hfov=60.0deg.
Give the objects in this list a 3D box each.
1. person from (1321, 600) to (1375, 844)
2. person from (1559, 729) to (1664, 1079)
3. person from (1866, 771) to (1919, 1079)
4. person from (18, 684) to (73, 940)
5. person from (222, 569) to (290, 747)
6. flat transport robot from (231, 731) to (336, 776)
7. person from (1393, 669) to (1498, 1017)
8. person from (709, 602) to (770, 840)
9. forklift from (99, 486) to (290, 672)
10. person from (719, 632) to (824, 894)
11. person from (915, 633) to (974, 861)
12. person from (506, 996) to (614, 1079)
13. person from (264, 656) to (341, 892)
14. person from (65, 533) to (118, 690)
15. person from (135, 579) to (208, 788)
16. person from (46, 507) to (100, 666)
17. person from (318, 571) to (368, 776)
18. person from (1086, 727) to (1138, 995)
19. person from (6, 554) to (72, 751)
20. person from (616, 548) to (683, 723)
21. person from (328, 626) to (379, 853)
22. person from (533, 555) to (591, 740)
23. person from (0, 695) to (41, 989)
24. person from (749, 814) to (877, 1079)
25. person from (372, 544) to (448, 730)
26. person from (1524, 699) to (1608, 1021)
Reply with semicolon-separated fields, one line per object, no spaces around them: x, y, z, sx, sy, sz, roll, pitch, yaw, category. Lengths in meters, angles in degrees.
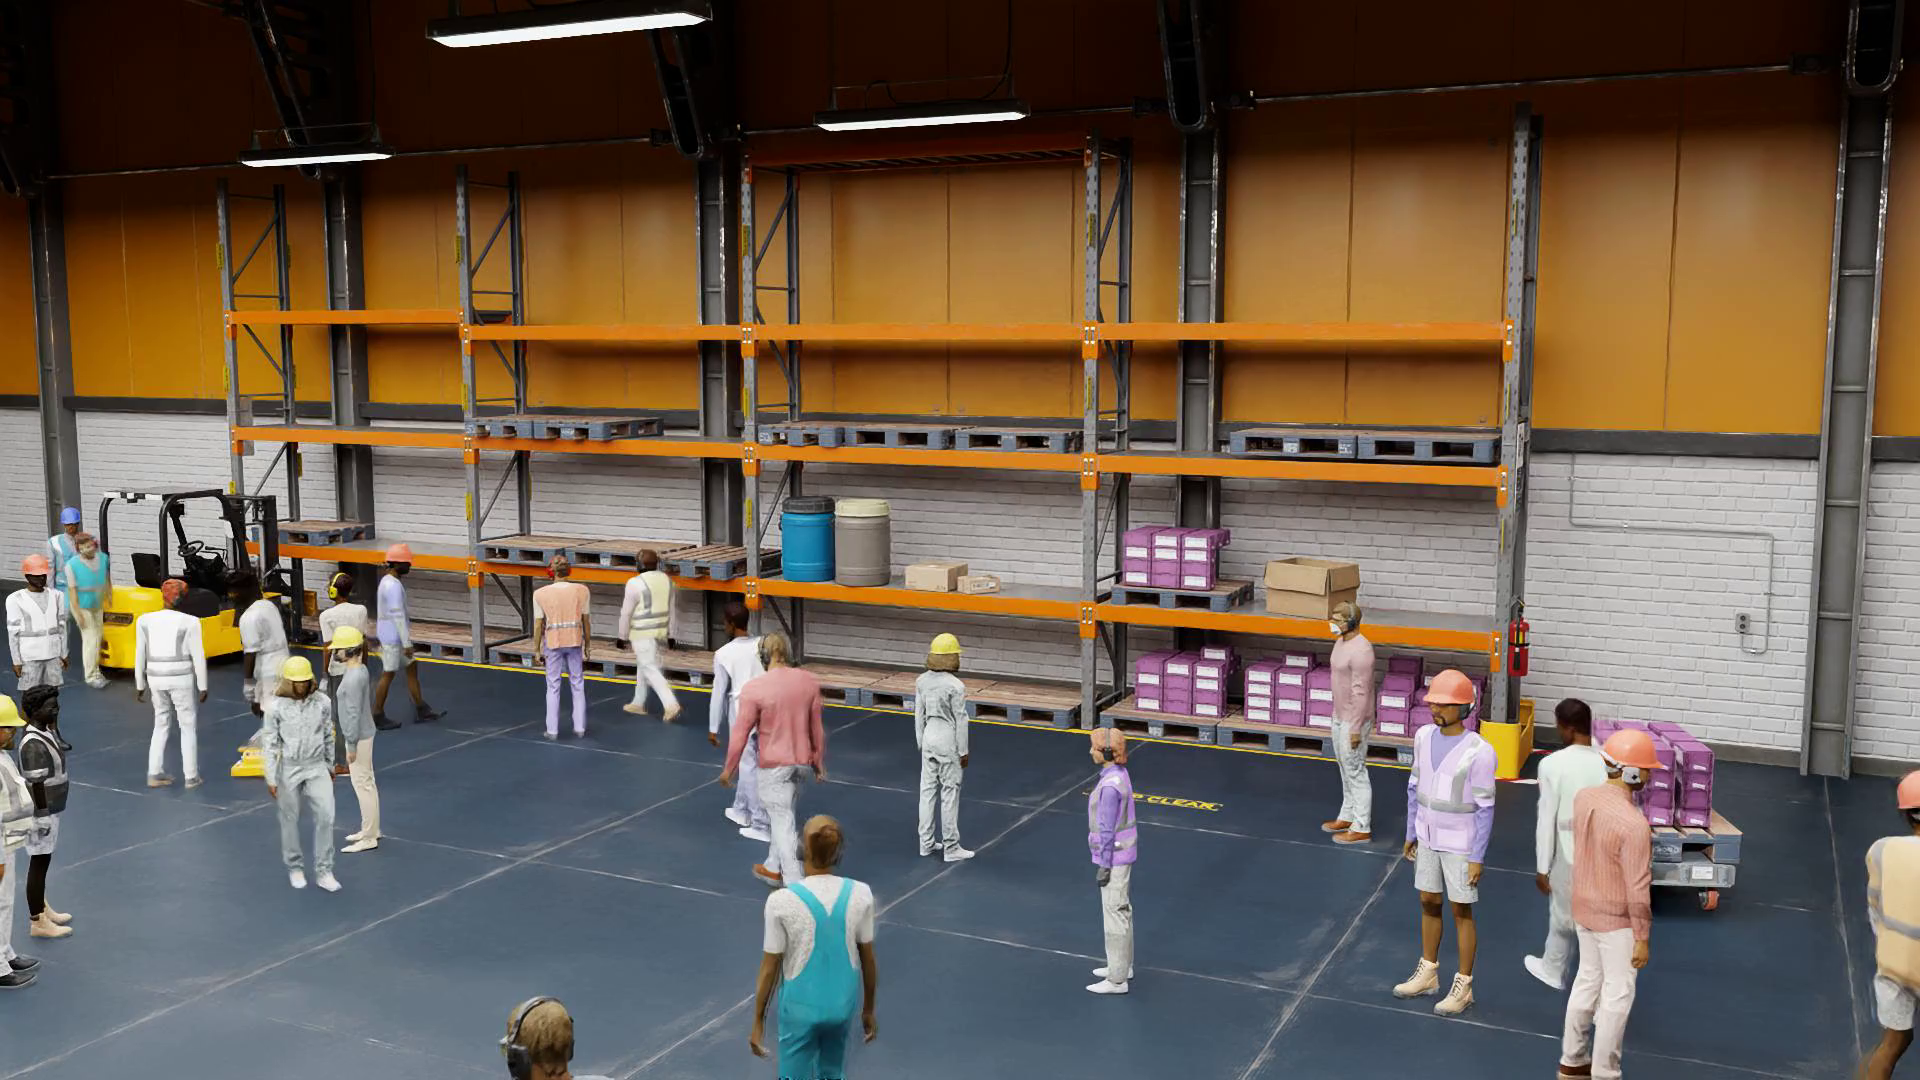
3.095;1.438;13.201;0.370;1.919;0.626;0;7;-2;person
3.409;1.955;8.671;0.411;1.980;0.625;-1;7;-11;person
4.710;2.073;8.083;0.721;1.885;0.596;-3;7;-21;person
-6.121;1.796;11.110;0.317;1.698;0.540;-3;8;-26;person
-6.316;1.207;15.093;0.581;1.918;0.640;-1;7;-7;person
-6.356;1.949;15.702;0.652;0.197;1.431;-1;7;-9;flat transport robot
2.876;1.775;9.862;0.367;2.048;0.607;-4;8;-32;person
-1.794;1.432;13.371;0.858;1.881;0.622;6;9;43;person
-9.426;0.454;20.179;1.214;2.155;2.313;3;8;26;forklift
-1.337;1.607;11.864;0.864;1.891;0.677;7;9;43;person
-0.121;1.578;12.744;0.493;1.742;0.291;6;9;40;person
-1.284;2.392;5.270;0.367;1.926;0.639;4;8;30;person
-4.696;1.686;11.929;0.519;1.716;0.703;-6;9;-39;person
-9.888;0.800;18.907;0.620;1.802;0.607;2;7;16;person
-6.980;1.275;14.745;0.617;1.874;0.379;0;7;1;person
-10.772;0.568;20.245;0.614;1.945;0.402;-5;8;-34;person
-5.634;1.215;15.198;0.325;1.876;0.524;4;8;30;person
0.929;1.947;10.164;0.316;1.629;0.509;1;7;8;person
-8.801;1.096;15.926;0.357;1.938;0.543;4;8;31;person
-3.215;0.987;17.383;0.915;1.807;0.621;4;8;31;person
-4.723;1.540;12.974;0.320;1.767;0.525;-2;7;-15;person
-3.937;1.075;16.518;0.563;1.837;0.386;-3;8;-25;person
-5.902;1.849;10.208;0.403;1.817;0.601;-4;8;-28;person
-0.642;2.168;7.530;0.586;1.822;0.483;-3;8;-26;person
-5.638;0.984;16.983;0.882;1.899;0.583;-3;7;-23;person
3.676;1.876;9.873;0.606;1.853;1.001;-1;7;-6;person
